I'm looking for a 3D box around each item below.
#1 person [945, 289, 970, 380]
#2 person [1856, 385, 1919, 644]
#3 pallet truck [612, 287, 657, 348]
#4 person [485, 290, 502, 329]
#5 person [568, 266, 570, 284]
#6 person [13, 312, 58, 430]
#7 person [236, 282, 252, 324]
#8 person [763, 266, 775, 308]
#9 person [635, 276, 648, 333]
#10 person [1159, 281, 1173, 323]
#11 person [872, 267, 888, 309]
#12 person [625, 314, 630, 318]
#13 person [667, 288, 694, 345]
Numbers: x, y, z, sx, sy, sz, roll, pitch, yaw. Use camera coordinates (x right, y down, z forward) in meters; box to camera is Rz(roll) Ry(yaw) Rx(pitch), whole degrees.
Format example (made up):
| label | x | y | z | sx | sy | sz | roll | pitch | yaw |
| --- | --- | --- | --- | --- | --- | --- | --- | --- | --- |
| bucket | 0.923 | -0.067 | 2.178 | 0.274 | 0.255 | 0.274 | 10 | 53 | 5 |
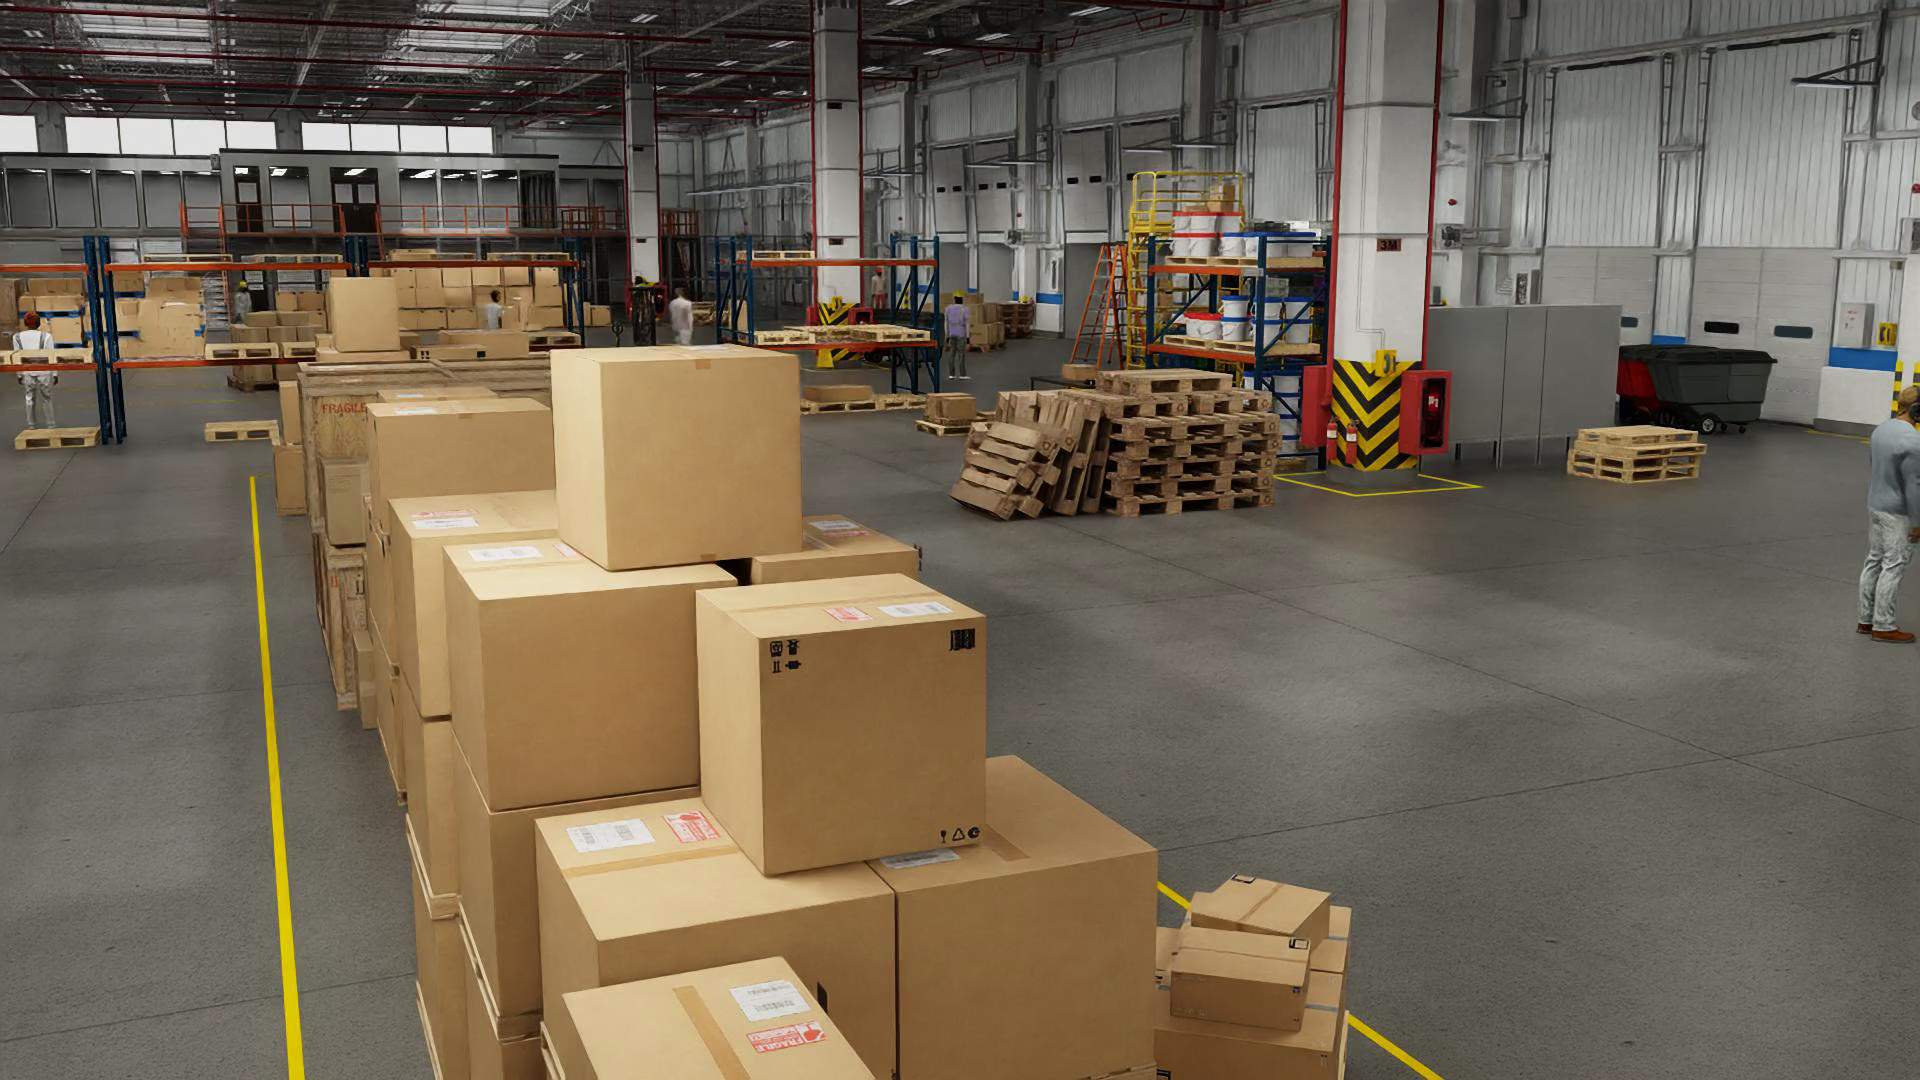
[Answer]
| label | x | y | z | sx | sy | sz | roll | pitch | yaw |
| --- | --- | --- | --- | --- | --- | --- | --- | --- | --- |
| person | -0.047 | -4.375 | 35.422 | 0.586 | 1.928 | 0.380 | 6 | 12 | 31 |
| person | 6.967 | -0.191 | 12.375 | 0.384 | 1.930 | 0.634 | 0 | 10 | 1 |
| pallet truck | -6.464 | -4.406 | 35.401 | 0.823 | 1.965 | 1.885 | 6 | 12 | 32 |
| person | -10.616 | -4.758 | 37.775 | 0.518 | 1.848 | 0.833 | 5 | 11 | 24 |
| person | -16.818 | -10.967 | 71.880 | 0.354 | 1.883 | 0.576 | -7 | 13 | -36 |
| person | -14.125 | -2.544 | 25.455 | 0.587 | 1.882 | 0.342 | -2 | 10 | -10 |
| person | -21.311 | -6.813 | 49.408 | 0.621 | 1.730 | 0.485 | 3 | 11 | 18 |
| person | -8.132 | -10.934 | 71.554 | 0.623 | 1.930 | 0.440 | -4 | 11 | -21 |
| person | -9.968 | -7.313 | 51.904 | 0.431 | 1.835 | 0.622 | 3 | 11 | 16 |
| person | 5.248 | -5.613 | 42.246 | 0.373 | 1.928 | 0.584 | 4 | 11 | 23 |
| person | -2.949 | -9.091 | 61.360 | 0.627 | 1.940 | 0.971 | -2 | 10 | -11 |
| person | -12.403 | -9.368 | 62.985 | 0.806 | 1.904 | 0.561 | 3 | 11 | 14 |
| person | -6.224 | -4.681 | 37.201 | 0.769 | 1.907 | 0.346 | 7 | 12 | 33 |
